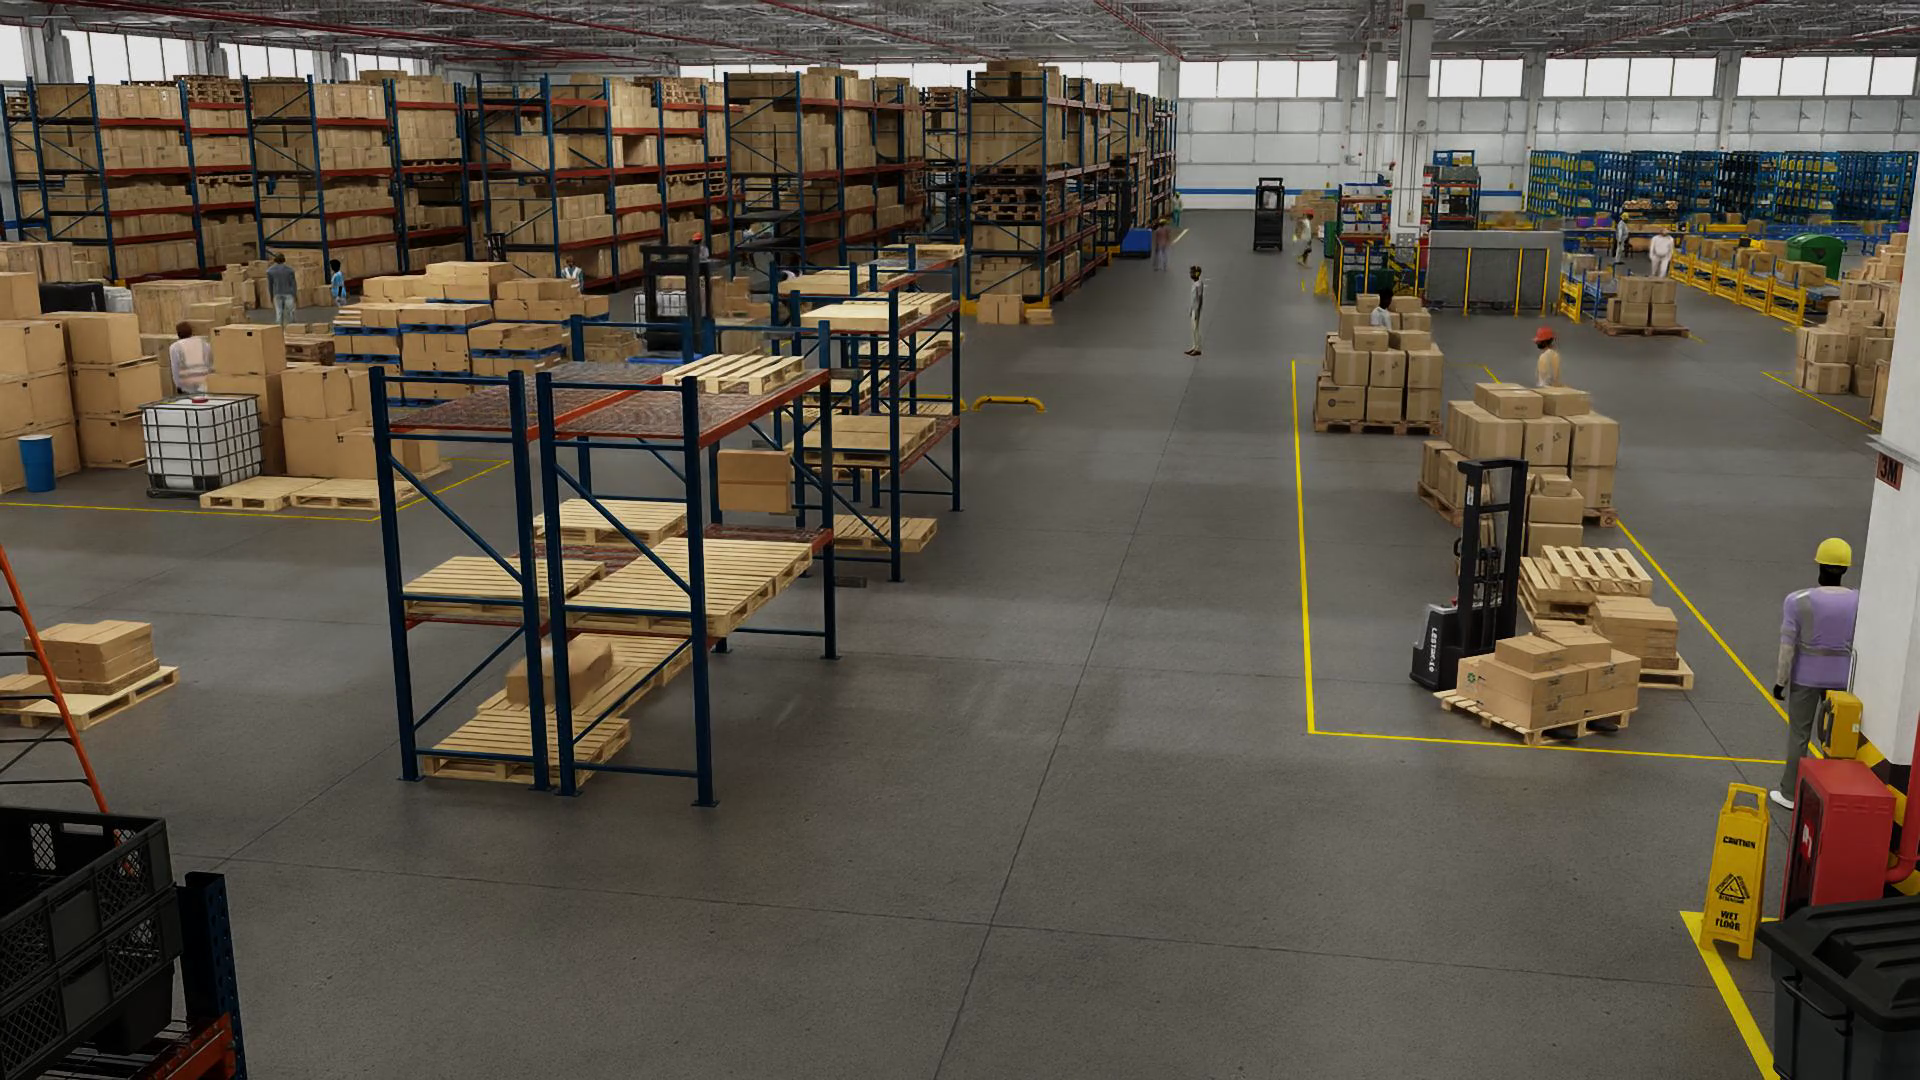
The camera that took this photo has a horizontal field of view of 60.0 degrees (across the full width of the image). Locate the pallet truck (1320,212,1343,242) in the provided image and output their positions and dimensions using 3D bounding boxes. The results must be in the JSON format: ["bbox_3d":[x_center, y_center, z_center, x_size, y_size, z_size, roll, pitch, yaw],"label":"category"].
[{"bbox_3d":[15.874,-13.227,70.310,0.680,1.201,1.601,10,17,35],"label":"pallet truck"}]

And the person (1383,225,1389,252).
[{"bbox_3d":[14.422,-9.880,55.905,0.281,1.625,0.495,-10,17,-36],"label":"person"}]

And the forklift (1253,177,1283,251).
[{"bbox_3d":[12.083,-12.747,64.956,1.129,2.768,1.873,3,14,10],"label":"forklift"}]

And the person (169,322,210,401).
[{"bbox_3d":[-11.644,-2.400,25.205,0.977,1.793,0.627,12,18,41],"label":"person"}]

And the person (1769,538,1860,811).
[{"bbox_3d":[5.887,0.930,11.390,0.587,1.928,0.362,2,14,7],"label":"person"}]

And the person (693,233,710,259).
[{"bbox_3d":[-6.998,-7.262,44.626,0.553,1.935,0.361,3,14,11],"label":"person"}]

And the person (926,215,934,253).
[{"bbox_3d":[-1.045,-10.765,59.397,0.818,1.659,0.556,1,14,5],"label":"person"}]

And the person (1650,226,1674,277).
[{"bbox_3d":[20.728,-8.353,49.177,0.643,1.884,0.808,5,15,19],"label":"person"}]

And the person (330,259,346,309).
[{"bbox_3d":[-14.467,-5.690,38.744,0.318,1.696,0.532,-6,15,-24],"label":"person"}]

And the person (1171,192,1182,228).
[{"bbox_3d":[10.437,-15.900,80.135,0.544,1.721,0.880,3,14,13],"label":"person"}]

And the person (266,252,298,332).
[{"bbox_3d":[-15.275,-5.517,37.541,0.627,1.940,0.372,-3,14,-10],"label":"person"}]

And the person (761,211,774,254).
[{"bbox_3d":[-7.298,-11.663,63.145,0.497,1.626,0.287,-1,14,-3],"label":"person"}]

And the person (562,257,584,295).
[{"bbox_3d":[-9.362,-6.026,40.240,0.522,1.631,0.317,-1,14,-2],"label":"person"}]

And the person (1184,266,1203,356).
[{"bbox_3d":[4.898,-4.778,34.690,0.314,1.866,0.535,-1,14,-4],"label":"person"}]

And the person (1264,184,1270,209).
[{"bbox_3d":[16.669,-18.441,90.394,0.330,1.751,0.564,4,14,14],"label":"person"}]

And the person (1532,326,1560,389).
[{"bbox_3d":[8.384,-2.072,23.608,0.630,1.912,0.576,11,18,38],"label":"person"}]

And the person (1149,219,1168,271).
[{"bbox_3d":[6.707,-9.887,55.726,0.532,1.727,0.890,-6,15,-22],"label":"person"}]

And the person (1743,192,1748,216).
[{"bbox_3d":[37.704,-15.864,79.766,0.588,1.835,0.403,-6,15,-22],"label":"person"}]

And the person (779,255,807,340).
[{"bbox_3d":[-3.754,-5.431,37.289,0.558,1.899,0.595,9,17,34],"label":"person"}]

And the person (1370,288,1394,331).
[{"bbox_3d":[7.296,-3.389,28.858,0.377,1.959,0.603,8,16,28],"label":"person"}]

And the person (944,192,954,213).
[{"bbox_3d":[-0.631,-19.074,92.856,0.608,1.815,0.624,-7,15,-26],"label":"person"}]

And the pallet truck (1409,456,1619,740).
[{"bbox_3d":[4.504,0.400,13.395,0.823,1.965,1.885,-6,15,-23],"label":"pallet truck"}]

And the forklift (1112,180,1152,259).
[{"bbox_3d":[6.082,-11.722,60.796,1.873,2.768,1.129,2,14,9],"label":"forklift"}]

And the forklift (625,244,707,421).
[{"bbox_3d":[-4.653,-3.389,26.963,1.129,2.768,1.873,3,14,10],"label":"forklift"}]

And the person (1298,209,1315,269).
[{"bbox_3d":[11.820,-10.216,56.446,0.442,2.019,0.605,3,14,11],"label":"person"}]

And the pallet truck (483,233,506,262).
[{"bbox_3d":[-11.832,-7.026,43.548,1.885,1.965,0.823,8,16,28],"label":"pallet truck"}]

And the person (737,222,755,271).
[{"bbox_3d":[-7.161,-9.801,55.477,0.701,1.672,0.554,-10,17,-36],"label":"person"}]

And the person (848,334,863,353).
[{"bbox_3d":[-2.238,-4.555,34.260,0.419,1.624,0.526,-4,14,-15],"label":"person"}]

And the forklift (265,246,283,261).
[{"bbox_3d":[-20.115,-9.147,50.339,1.129,2.768,1.873,3,14,10],"label":"forklift"}]

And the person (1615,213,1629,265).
[{"bbox_3d":[23.122,-10.518,58.095,0.403,1.818,0.604,8,16,29],"label":"person"}]
